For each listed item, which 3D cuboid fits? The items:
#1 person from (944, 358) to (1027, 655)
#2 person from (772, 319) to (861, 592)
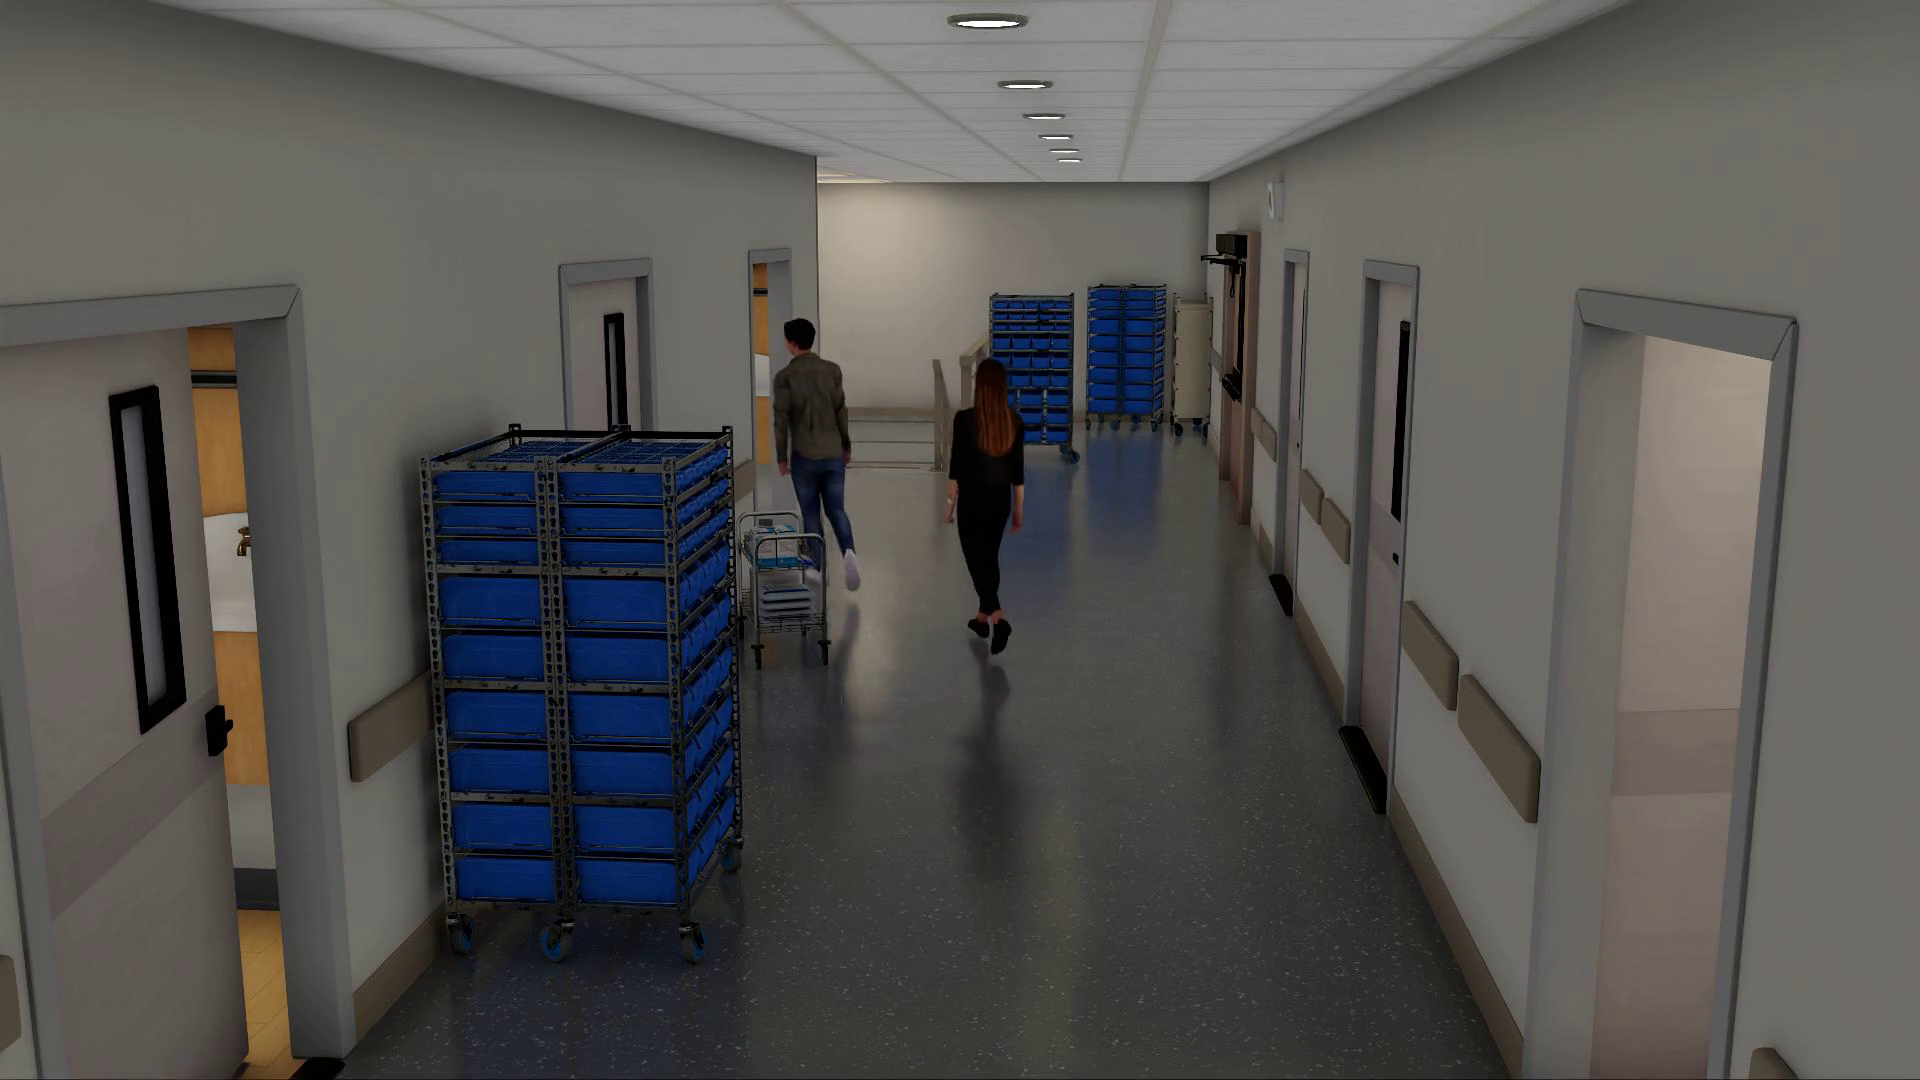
[{"bbox_3d":[0.166,-0.175,9.644,0.916,1.685,1.179,-4,11,-20],"label":"person"},{"bbox_3d":[-0.937,-0.540,11.155,1.037,1.838,1.173,-4,11,-18],"label":"person"}]
